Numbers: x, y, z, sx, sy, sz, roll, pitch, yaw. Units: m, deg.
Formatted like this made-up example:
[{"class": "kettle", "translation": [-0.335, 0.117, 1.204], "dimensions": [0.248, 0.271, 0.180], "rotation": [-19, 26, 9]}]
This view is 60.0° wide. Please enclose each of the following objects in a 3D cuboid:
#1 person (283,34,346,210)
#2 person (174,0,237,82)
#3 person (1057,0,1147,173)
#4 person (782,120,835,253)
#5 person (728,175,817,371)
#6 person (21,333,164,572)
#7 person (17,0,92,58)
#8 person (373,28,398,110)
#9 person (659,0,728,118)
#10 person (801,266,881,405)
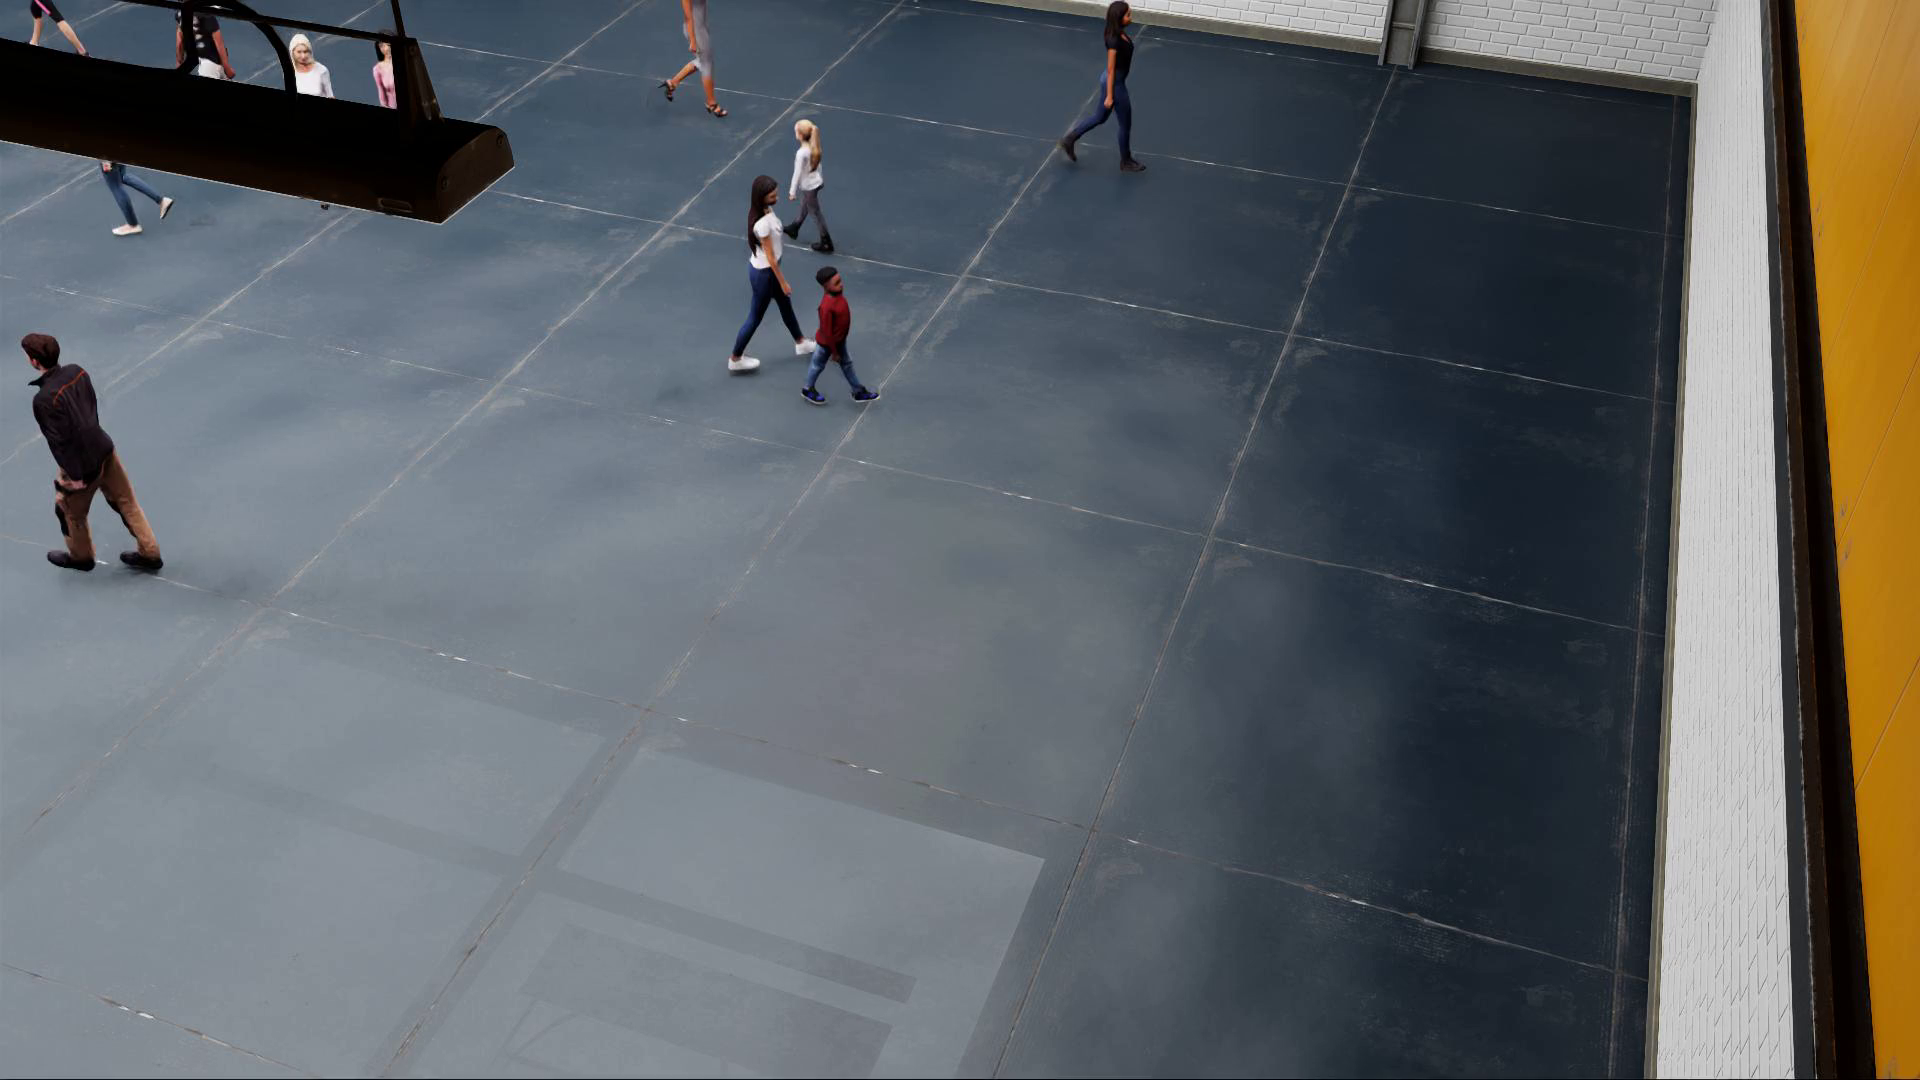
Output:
[{"class": "person", "translation": [-6.066, -3.978, 15.727], "dimensions": [0.657, 1.733, 0.732], "rotation": [-12, 40, -14]}, {"class": "person", "translation": [-7.482, -4.826, 16.776], "dimensions": [1.268, 1.749, 0.995], "rotation": [25, 45, 28]}, {"class": "person", "translation": [1.414, -4.419, 16.297], "dimensions": [1.171, 1.710, 0.737], "rotation": [4, 39, 6]}, {"class": "person", "translation": [-1.304, -3.196, 15.131], "dimensions": [0.824, 1.254, 0.507], "rotation": [14, 41, 16]}, {"class": "person", "translation": [-1.657, -2.088, 13.364], "dimensions": [1.139, 1.729, 0.897], "rotation": [-4, 39, -5]}, {"class": "person", "translation": [-5.844, -0.536, 11.284], "dimensions": [1.058, 1.898, 0.830], "rotation": [5, 39, 7]}, {"class": "person", "translation": [-10.146, -6.126, 18.413], "dimensions": [1.164, 1.736, 0.742], "rotation": [7, 39, 9]}, {"class": "person", "translation": [-5.241, -4.031, 15.816], "dimensions": [1.115, 1.705, 1.093], "rotation": [-11, 40, -13]}, {"class": "person", "translation": [-2.820, -5.246, 17.291], "dimensions": [1.014, 1.762, 0.780], "rotation": [1, 39, 1]}, {"class": "person", "translation": [-1.080, -1.602, 13.155], "dimensions": [0.863, 1.229, 0.518], "rotation": [12, 40, 15]}]
